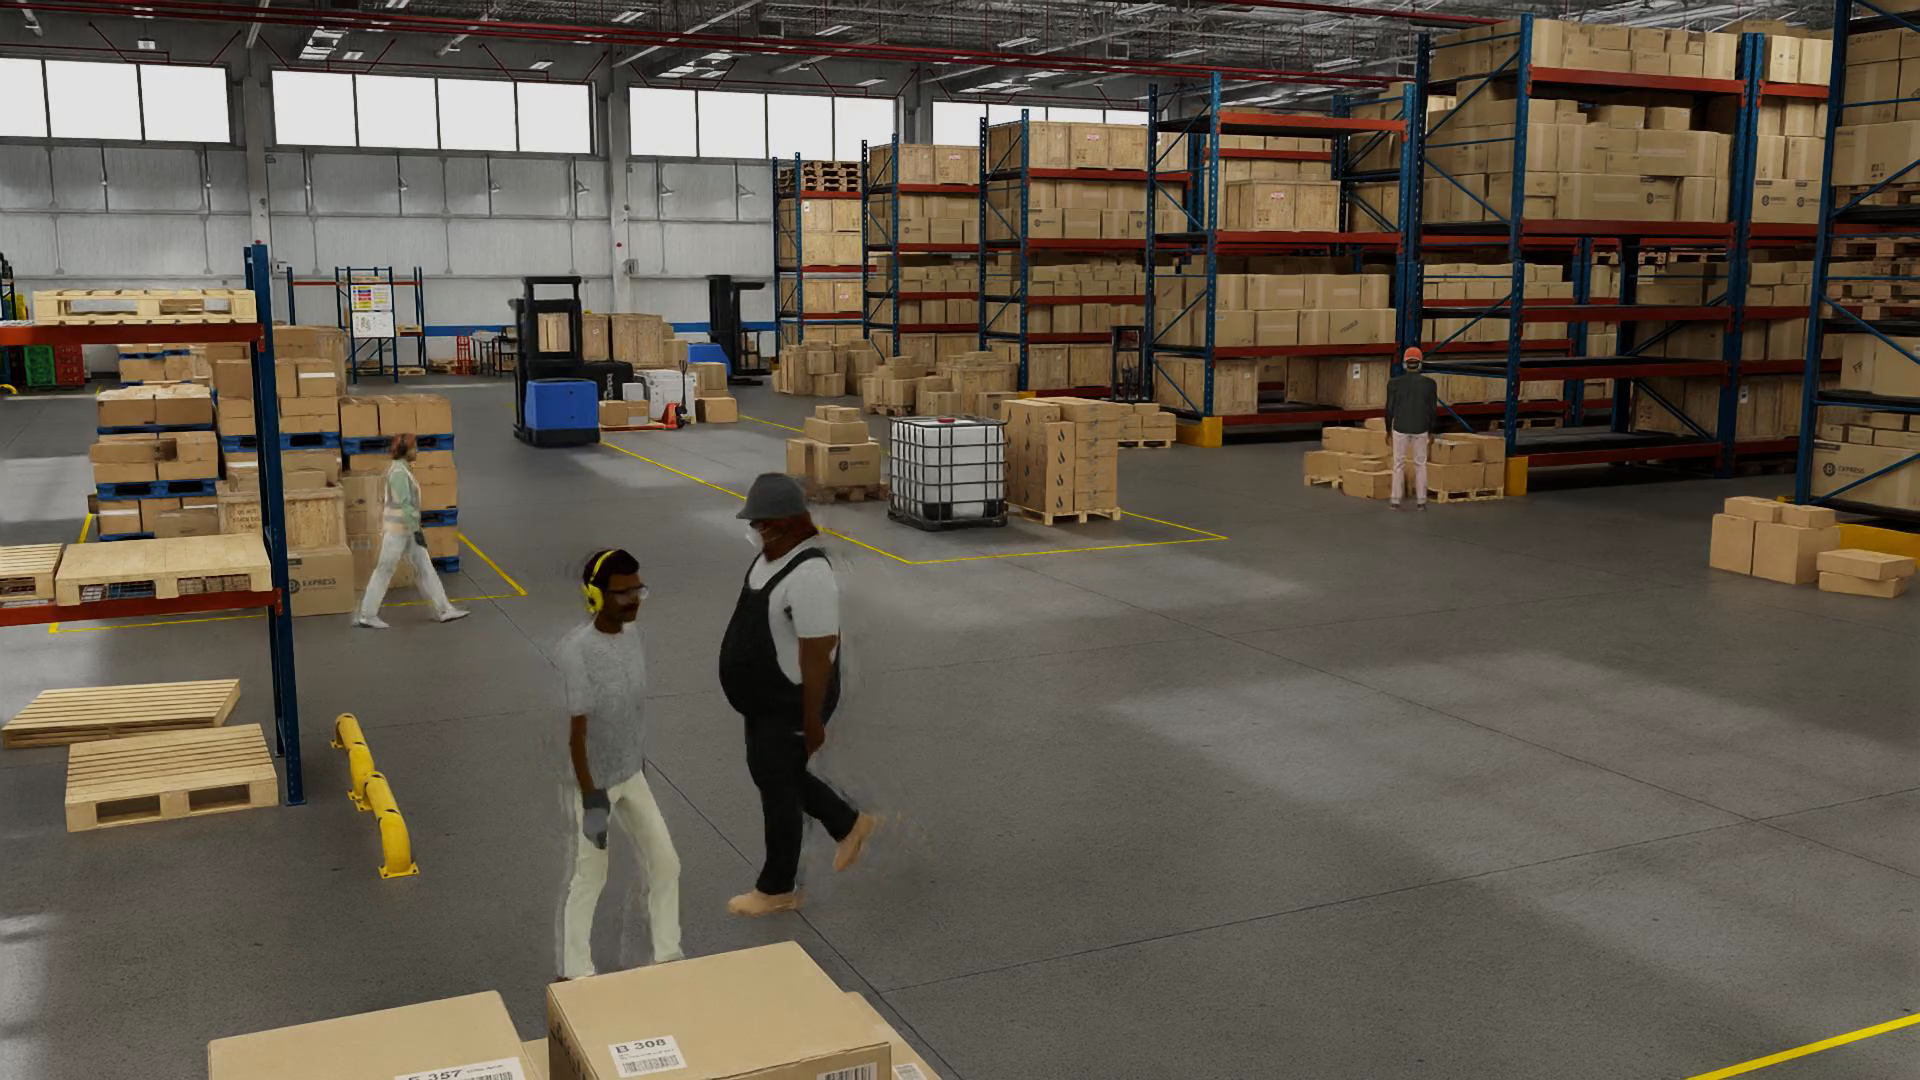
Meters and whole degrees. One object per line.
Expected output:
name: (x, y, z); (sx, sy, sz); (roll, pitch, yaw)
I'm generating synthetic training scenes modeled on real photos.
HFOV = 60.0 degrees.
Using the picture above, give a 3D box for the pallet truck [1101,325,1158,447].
pallet truck: (2.881, -2.596, 27.923); (0.823, 1.965, 1.885); (-1, 9, -7)

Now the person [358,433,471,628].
person: (-4.502, -0.070, 13.505); (0.878, 1.591, 0.509); (-2, 9, -9)

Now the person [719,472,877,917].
person: (-0.735, 0.671, 7.524); (0.704, 2.000, 0.687); (-4, 10, -21)

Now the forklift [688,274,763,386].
forklift: (-6.046, -5.270, 41.786); (1.873, 2.768, 1.129); (-4, 10, -25)

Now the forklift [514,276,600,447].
forklift: (-6.815, -3.042, 27.962); (1.129, 2.768, 1.873); (-4, 10, -25)

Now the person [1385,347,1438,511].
person: (5.453, -1.339, 20.133); (0.622, 1.992, 0.396); (1, 9, 8)

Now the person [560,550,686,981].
person: (-1.258, 0.952, 6.414); (0.808, 1.838, 0.560); (4, 10, 26)
